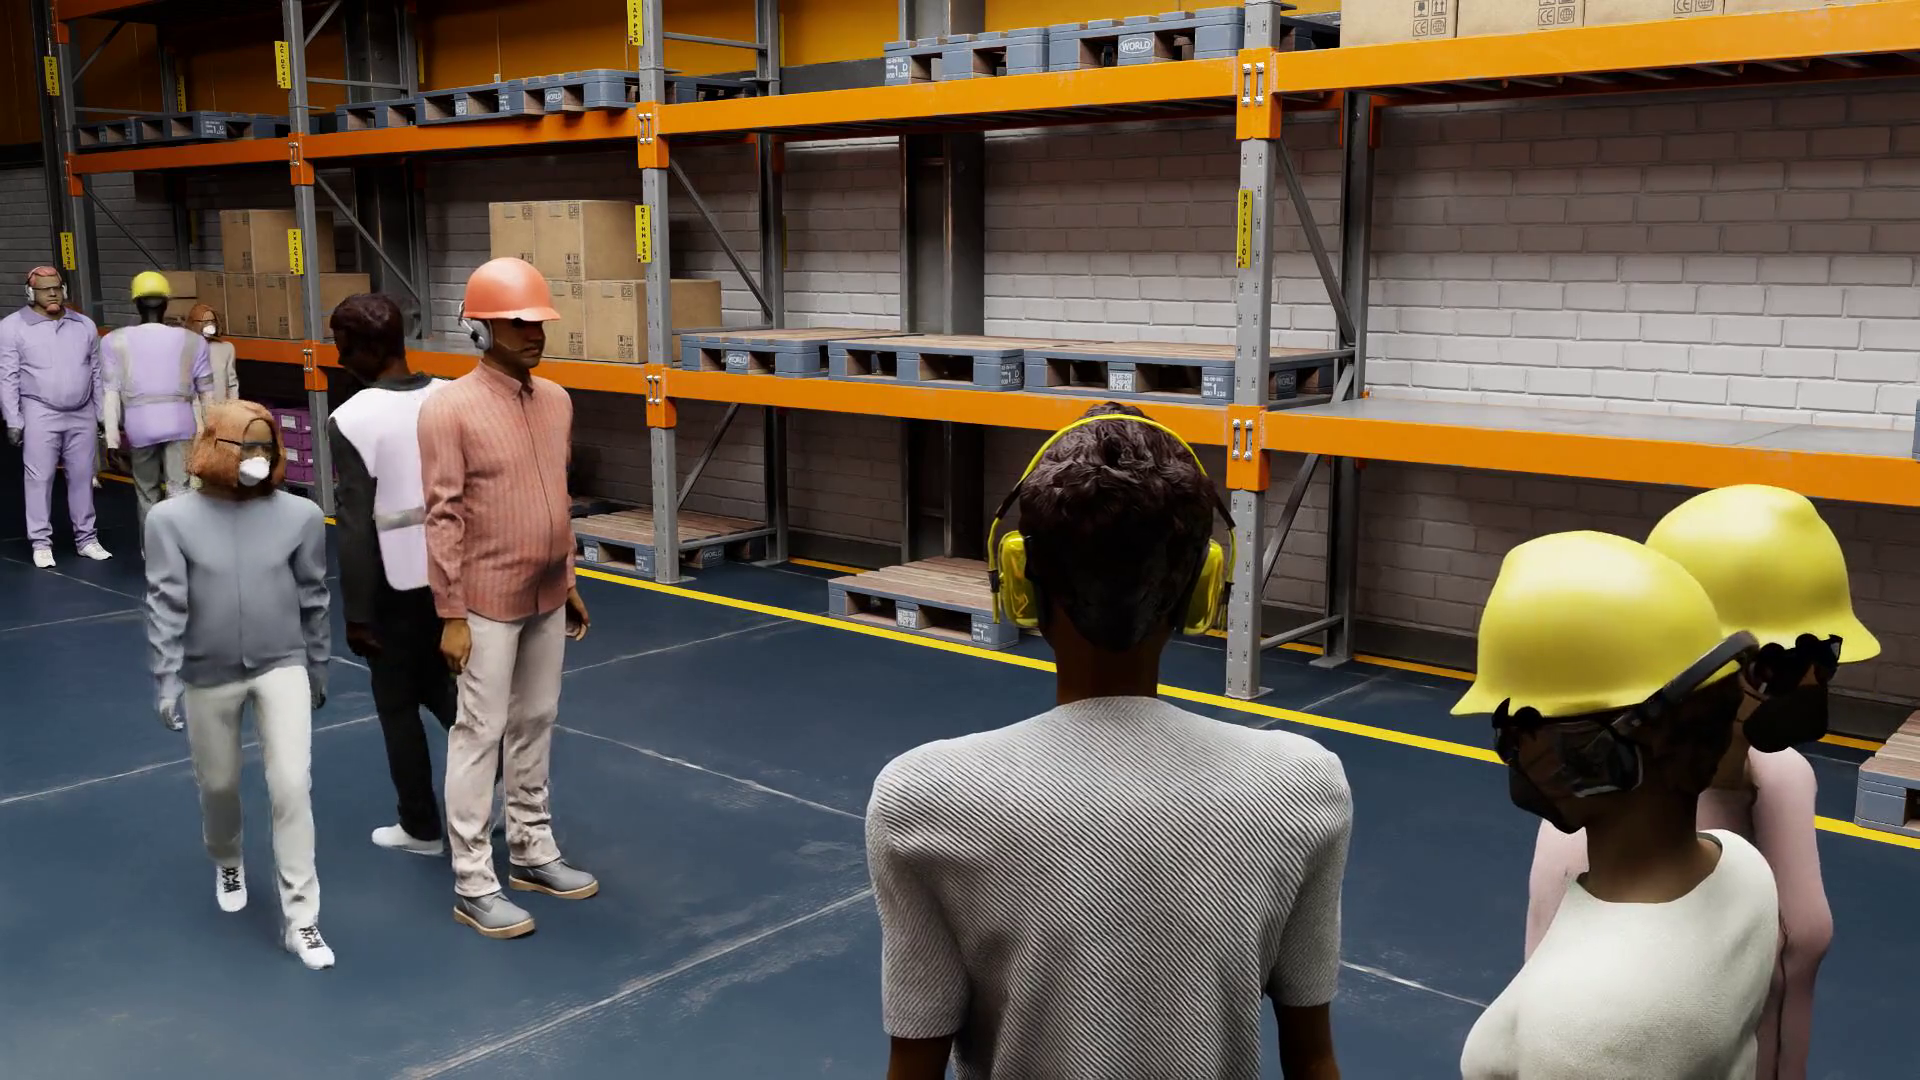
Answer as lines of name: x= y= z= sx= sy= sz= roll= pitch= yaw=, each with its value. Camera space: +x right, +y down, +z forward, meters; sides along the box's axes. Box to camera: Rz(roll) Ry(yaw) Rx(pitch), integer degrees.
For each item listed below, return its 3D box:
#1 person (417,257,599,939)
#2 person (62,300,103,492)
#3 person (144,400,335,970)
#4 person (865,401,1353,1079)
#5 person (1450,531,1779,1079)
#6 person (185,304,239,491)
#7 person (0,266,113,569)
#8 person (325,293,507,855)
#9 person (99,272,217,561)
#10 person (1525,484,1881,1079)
person: x=-1.327 y=0.164 z=4.976 sx=0.395 sy=1.993 sz=0.616 roll=5 pitch=11 yaw=25
person: x=-7.216 y=-1.150 z=13.513 sx=0.516 sy=1.609 sz=0.517 roll=-7 pitch=12 yaw=-33
person: x=-2.088 y=0.384 z=4.855 sx=0.497 sy=1.592 sz=0.799 roll=-5 pitch=11 yaw=-27
person: x=0.149 y=0.793 z=1.756 sx=0.532 sy=1.868 sz=0.310 roll=-1 pitch=10 yaw=-8
person: x=0.622 y=0.863 z=1.674 sx=0.327 sy=1.760 sz=0.523 roll=7 pitch=12 yaw=37
person: x=-5.467 y=-0.901 z=12.106 sx=0.282 sy=1.626 sz=0.491 roll=6 pitch=12 yaw=32
person: x=-5.758 y=-0.785 z=10.630 sx=0.407 sy=1.906 sz=0.655 roll=7 pitch=12 yaw=36
person: x=-1.748 y=0.143 z=5.416 sx=0.553 sy=1.883 sz=0.612 roll=6 pitch=12 yaw=30
person: x=-4.790 y=-0.658 z=9.983 sx=0.615 sy=1.870 sz=0.975 roll=-5 pitch=11 yaw=-27
person: x=0.850 y=0.807 z=1.969 sx=0.533 sy=1.767 sz=0.326 roll=-8 pitch=13 yaw=-38
